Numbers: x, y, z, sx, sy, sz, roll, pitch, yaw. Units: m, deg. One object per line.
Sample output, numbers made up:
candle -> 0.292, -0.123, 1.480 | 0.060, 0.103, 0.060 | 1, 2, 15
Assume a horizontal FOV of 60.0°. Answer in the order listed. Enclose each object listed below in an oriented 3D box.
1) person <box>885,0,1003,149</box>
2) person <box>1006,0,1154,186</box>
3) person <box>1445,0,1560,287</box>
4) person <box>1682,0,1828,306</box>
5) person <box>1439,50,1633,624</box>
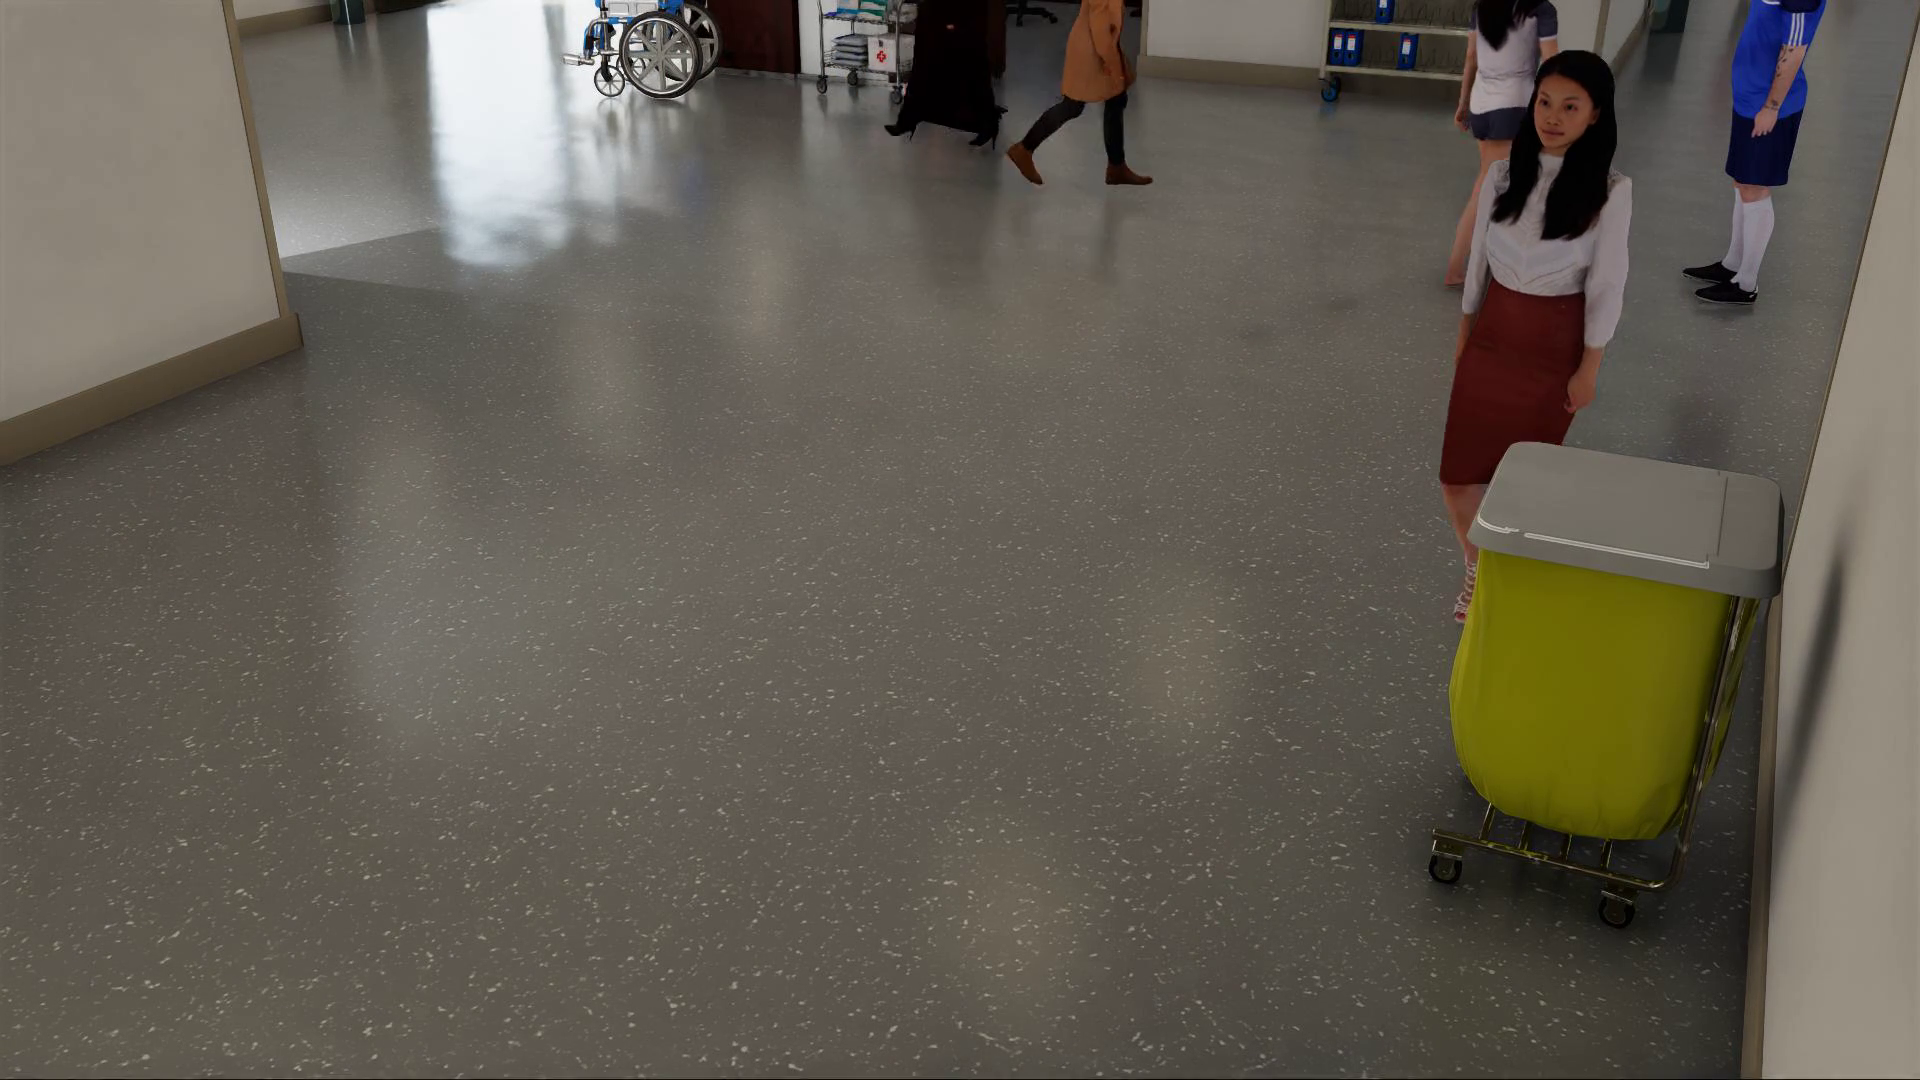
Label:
person -> 0.058, -3.370, 10.696 | 1.036, 1.722, 0.681 | 13, 29, 24
person -> 0.685, -2.886, 9.676 | 1.157, 1.694, 0.796 | 7, 27, 14
person -> 2.548, -2.043, 8.003 | 1.004, 1.672, 1.054 | -16, 30, -29
person -> 3.783, -2.043, 7.808 | 0.634, 1.842, 0.710 | 6, 26, 13
person -> 1.646, -0.505, 4.734 | 0.617, 1.740, 0.746 | 20, 32, 36
